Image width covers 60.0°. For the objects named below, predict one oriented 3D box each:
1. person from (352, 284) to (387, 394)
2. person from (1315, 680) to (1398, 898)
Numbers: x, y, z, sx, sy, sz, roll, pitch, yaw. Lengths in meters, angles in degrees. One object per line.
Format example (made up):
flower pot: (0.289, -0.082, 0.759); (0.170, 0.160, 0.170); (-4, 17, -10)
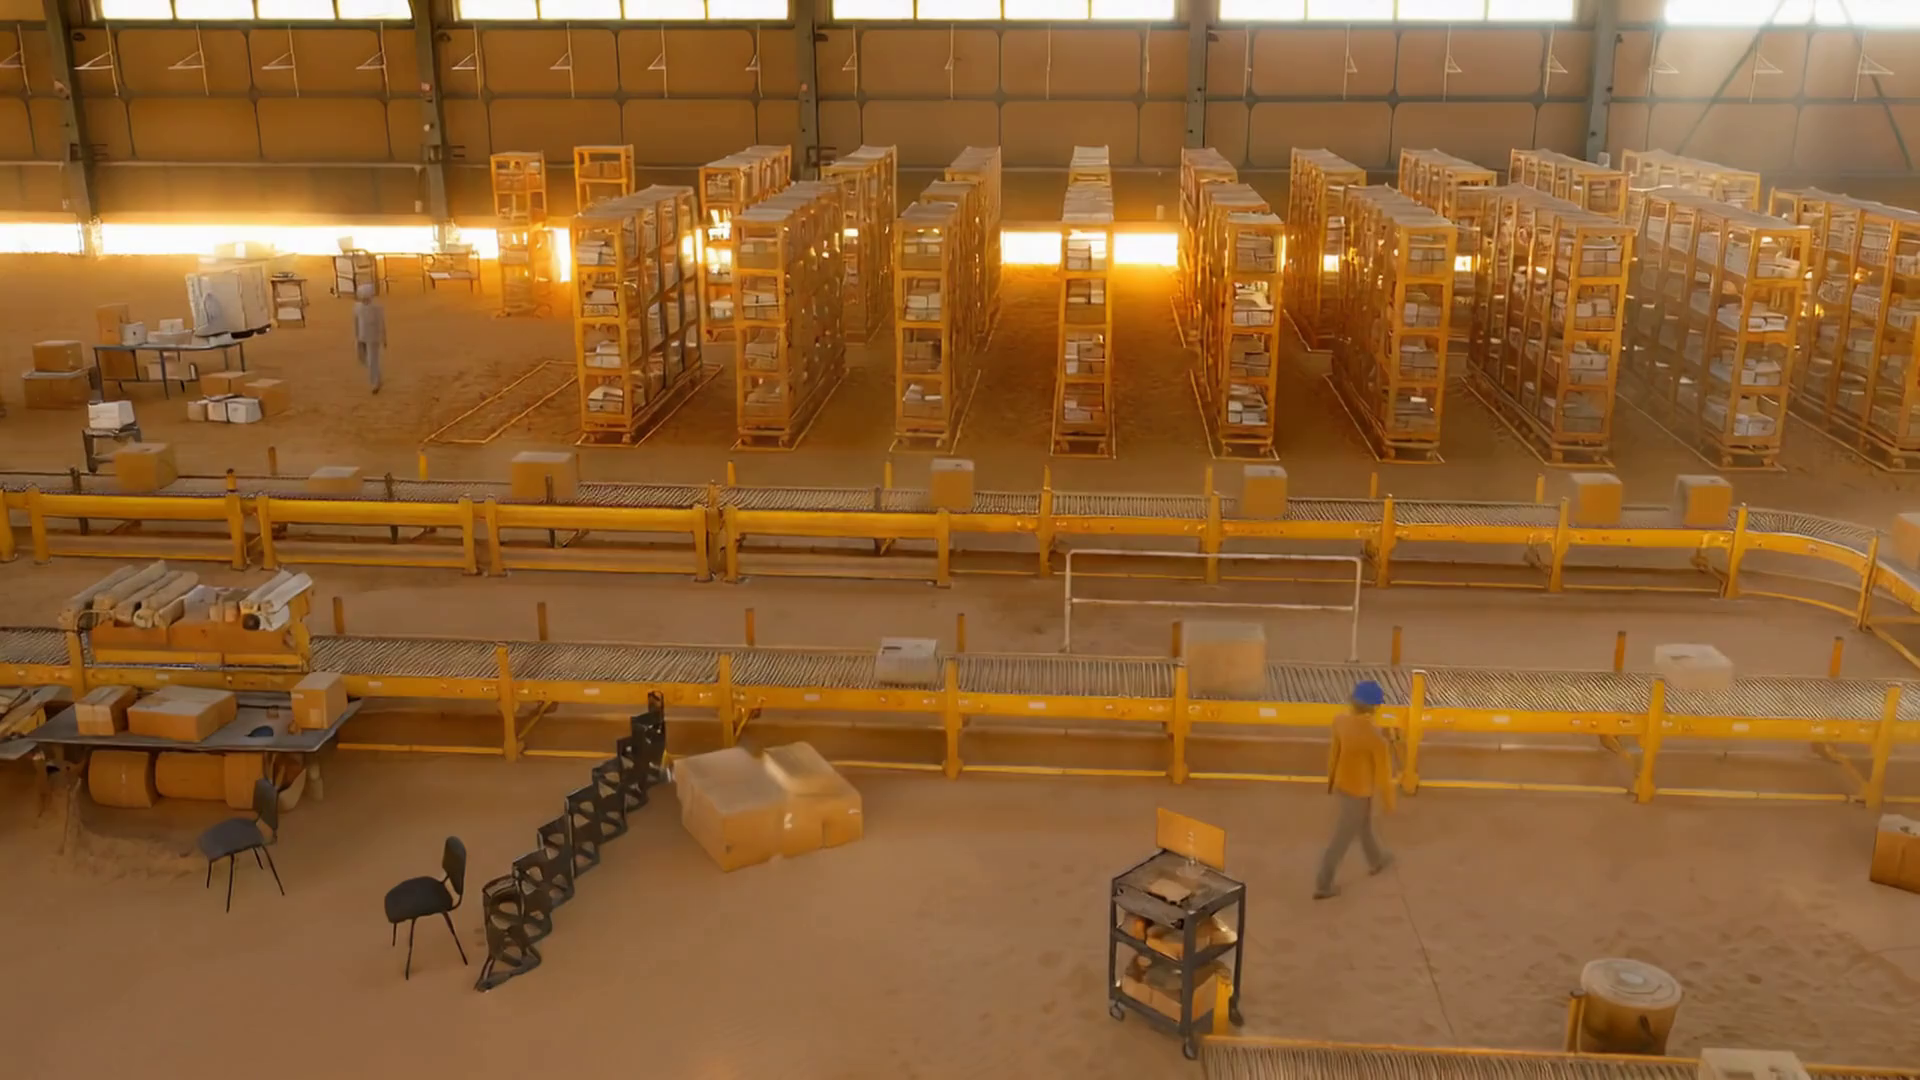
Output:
person: (-10.551, -3.621, 29.815); (0.619, 1.981, 0.504); (1, 18, 4)
person: (3.098, 1.887, 12.747); (0.895, 1.713, 0.549); (-9, 19, -25)
